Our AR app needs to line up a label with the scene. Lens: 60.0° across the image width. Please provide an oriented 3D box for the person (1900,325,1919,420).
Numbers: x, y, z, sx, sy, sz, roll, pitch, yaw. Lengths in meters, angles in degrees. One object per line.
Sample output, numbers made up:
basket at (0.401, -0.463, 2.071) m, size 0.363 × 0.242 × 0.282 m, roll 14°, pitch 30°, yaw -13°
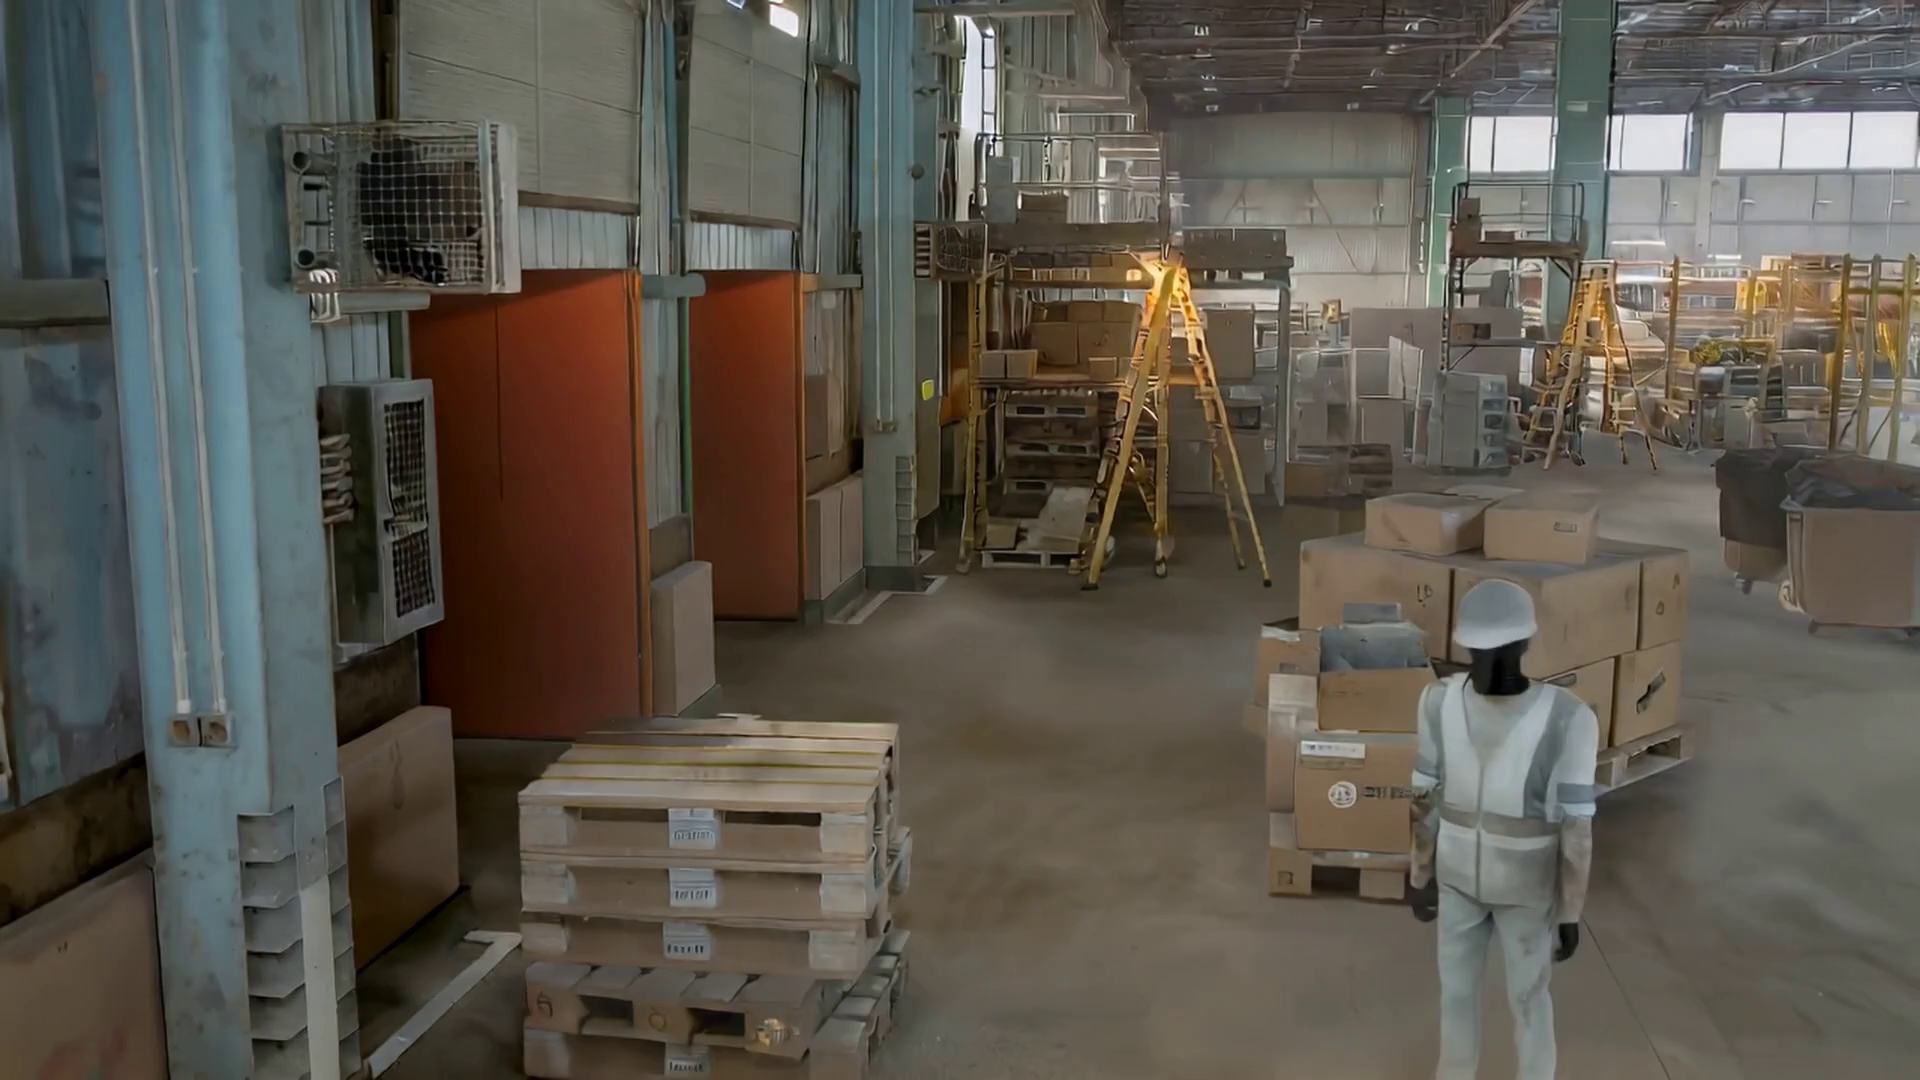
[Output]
person at (18.266, -3.215, 31.900) m, size 0.666 × 1.816 × 0.466 m, roll -9°, pitch 13°, yaw -44°

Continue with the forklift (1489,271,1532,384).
forklift at (13.422, -5.322, 41.591) m, size 1.873 × 2.768 × 1.129 m, roll 1°, pitch 9°, yaw 9°

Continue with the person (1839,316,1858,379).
person at (19.004, -3.855, 35.610) m, size 0.355 × 1.883 × 0.573 m, roll 7°, pitch 12°, yaw 38°

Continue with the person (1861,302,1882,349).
person at (29.523, -6.851, 53.912) m, size 0.636 × 1.938 × 0.354 m, roll -2°, pitch 9°, yaw -10°

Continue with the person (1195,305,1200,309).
person at (6.293, -5.343, 44.652) m, size 0.544 × 1.930 × 0.389 m, roll -5°, pitch 10°, yaw -28°

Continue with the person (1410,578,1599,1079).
person at (1.661, 1.061, 5.193) m, size 0.587 × 1.919 × 0.398 m, roll 8°, pitch 12°, yaw 41°

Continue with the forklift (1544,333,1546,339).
forklift at (16.414, -5.876, 45.008) m, size 1.873 × 2.768 × 1.129 m, roll 7°, pitch 12°, yaw 37°

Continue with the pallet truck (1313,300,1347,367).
pallet truck at (11.159, -6.200, 49.718) m, size 0.823 × 1.965 × 1.885 m, roll 4°, pitch 10°, yaw 26°

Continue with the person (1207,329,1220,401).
person at (5.347, -3.636, 35.036) m, size 0.314 × 1.634 × 0.516 m, roll -4°, pitch 10°, yaw -23°
